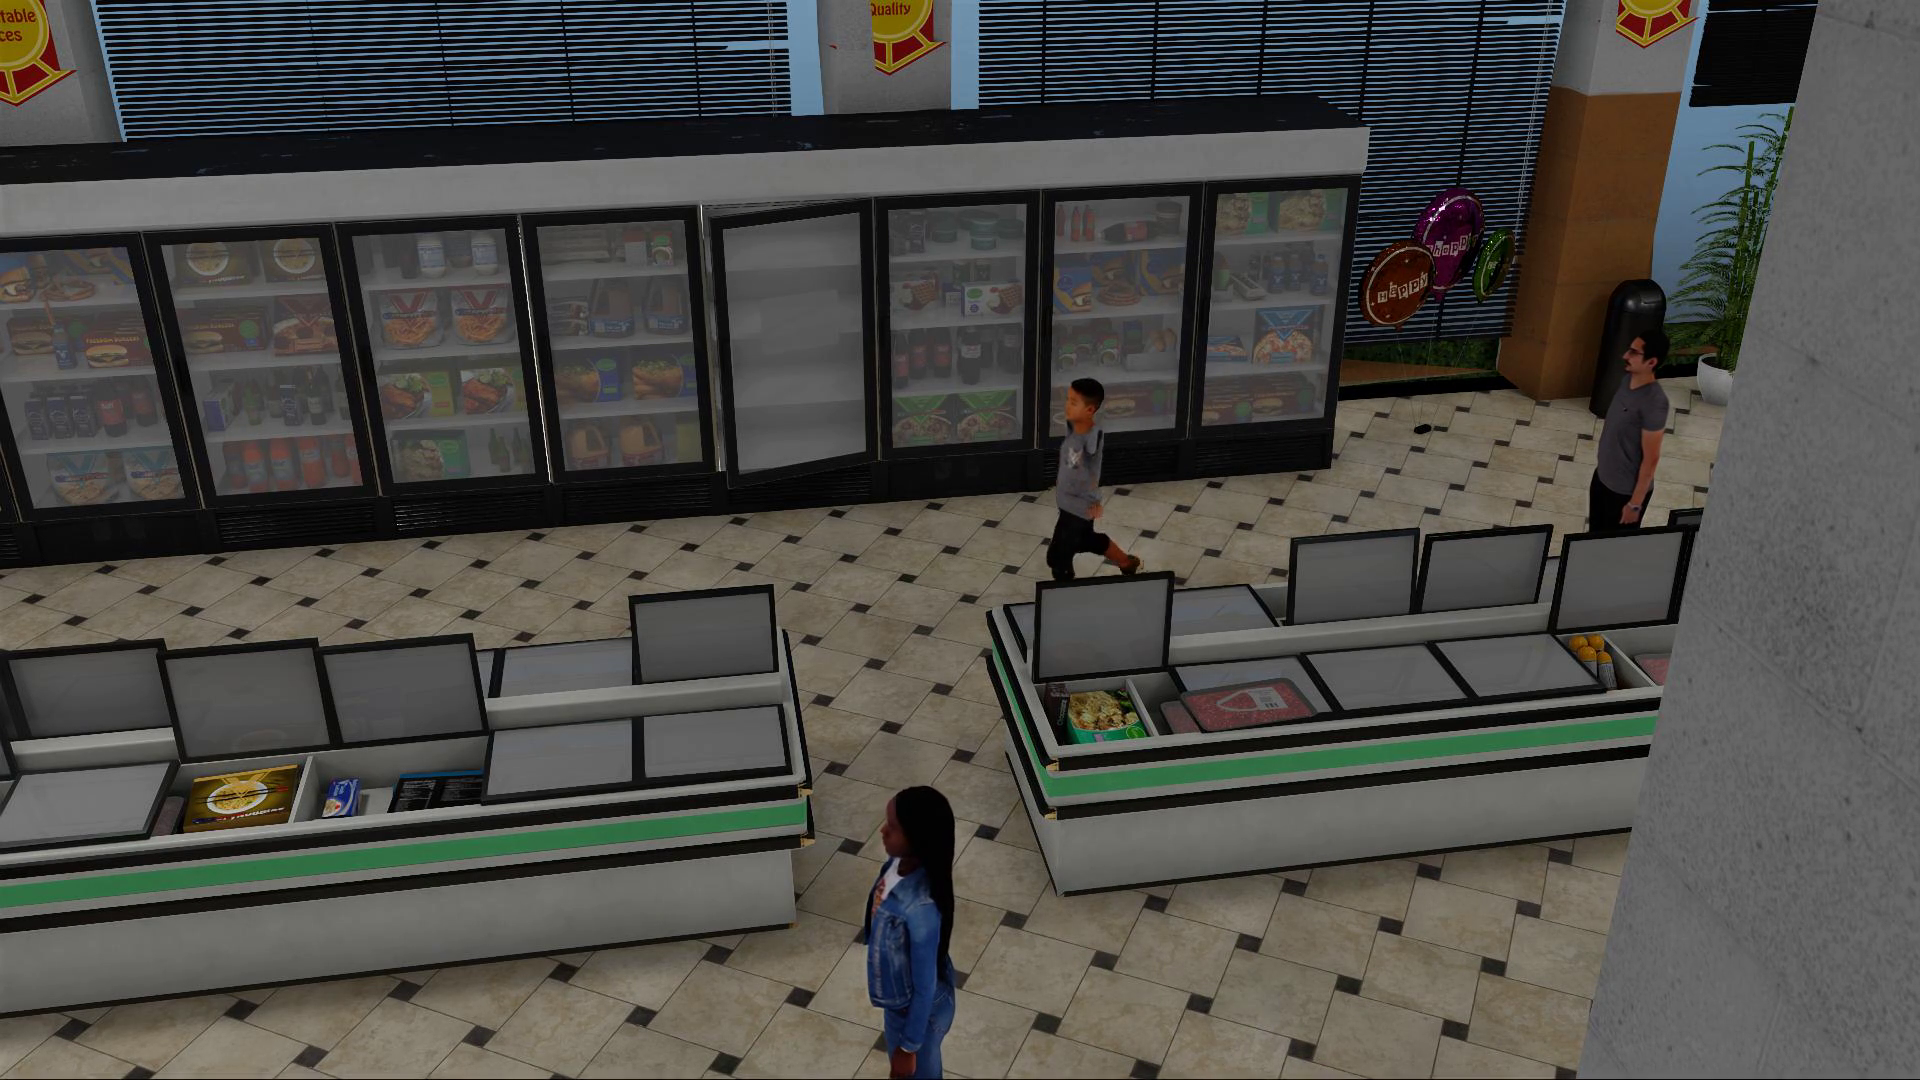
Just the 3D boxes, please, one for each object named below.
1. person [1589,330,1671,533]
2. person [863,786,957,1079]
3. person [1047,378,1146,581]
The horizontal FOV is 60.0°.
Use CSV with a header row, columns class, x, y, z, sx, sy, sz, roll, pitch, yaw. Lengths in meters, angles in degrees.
class,x,y,z,sx,sy,sz,roll,pitch,yaw
person,3.561,-0.303,8.918,0.598,1.754,0.658,0,27,-1
person,-0.136,1.512,5.385,0.528,1.713,0.611,-2,27,-5
person,0.712,-0.283,9.227,1.027,1.438,0.696,-10,29,-20
